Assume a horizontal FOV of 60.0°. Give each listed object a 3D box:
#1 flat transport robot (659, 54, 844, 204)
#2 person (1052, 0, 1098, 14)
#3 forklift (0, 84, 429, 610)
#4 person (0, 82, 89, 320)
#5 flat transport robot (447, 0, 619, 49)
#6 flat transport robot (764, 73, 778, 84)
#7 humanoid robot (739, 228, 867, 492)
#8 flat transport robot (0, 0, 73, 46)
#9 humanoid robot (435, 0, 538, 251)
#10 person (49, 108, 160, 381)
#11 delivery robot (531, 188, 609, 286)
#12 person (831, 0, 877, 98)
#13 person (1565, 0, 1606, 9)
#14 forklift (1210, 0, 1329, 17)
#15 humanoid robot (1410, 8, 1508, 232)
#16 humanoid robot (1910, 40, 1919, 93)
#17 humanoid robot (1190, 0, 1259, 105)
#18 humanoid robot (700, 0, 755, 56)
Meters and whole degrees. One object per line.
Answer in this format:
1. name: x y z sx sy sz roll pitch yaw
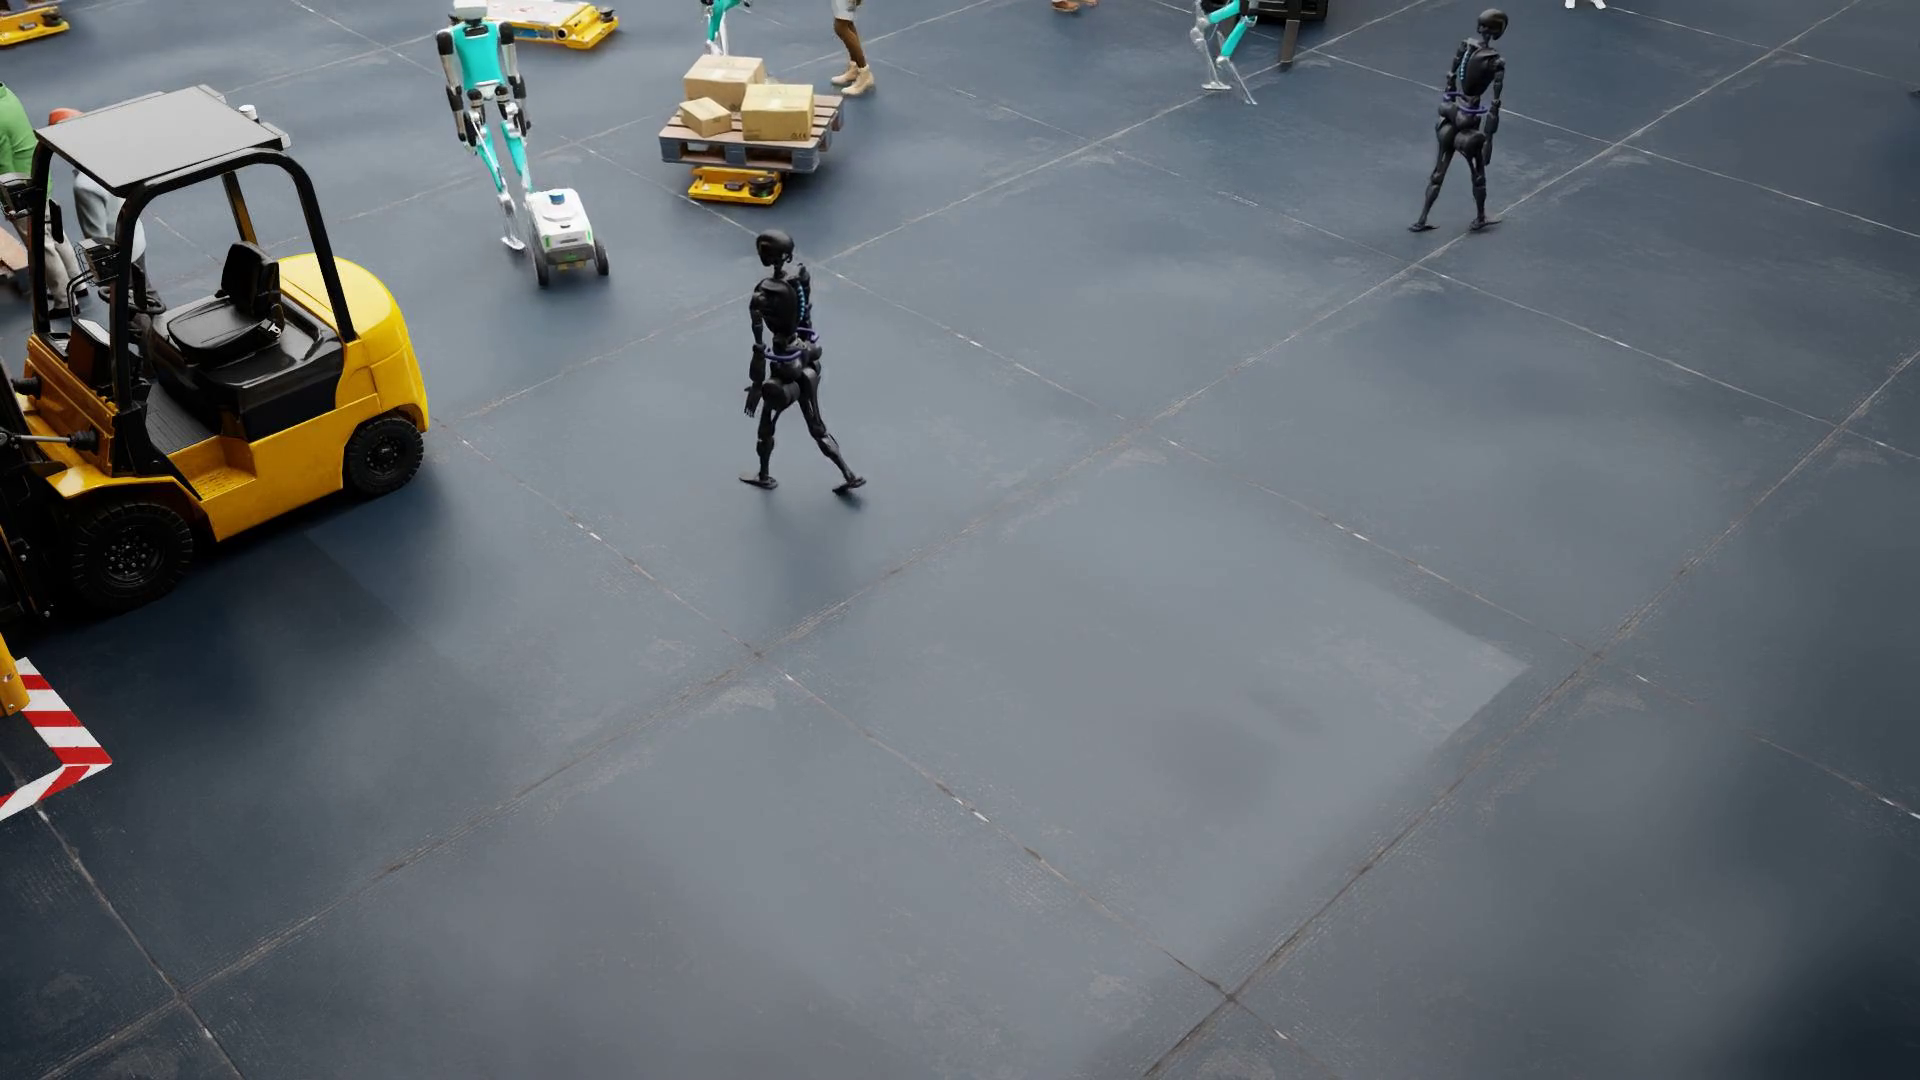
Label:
1. flat transport robot: -1.600 -3.025 13.045 0.659 0.231 1.431 6 37 8
2. person: 1.138 -5.922 15.555 0.658 1.908 0.493 -10 38 -13
3. forklift: -4.145 -1.093 8.856 2.313 2.155 1.214 -31 47 -34
4. person: -6.110 -2.295 10.814 0.388 1.776 0.545 -8 37 -10
5. flat transport robot: -3.970 -4.816 15.444 1.431 0.231 0.659 9 38 12
6. flat transport robot: -1.722 -3.494 13.674 0.659 0.231 1.431 -12 38 -15
7. humanoid robot: -0.915 -0.944 9.125 0.765 1.637 0.588 17 40 21
8. flat transport robot: -9.020 -4.972 15.653 1.431 0.231 0.659 30 46 34
9. humanoid robot: -3.180 -2.761 11.535 0.537 1.842 0.788 -17 40 -22
10. person: -5.188 -1.804 10.184 0.351 1.739 0.572 -4 37 -5
11. delivery robot: -2.778 -2.153 11.641 0.499 0.597 0.779 -12 38 -16
12. person: -1.007 -4.711 13.860 0.502 2.016 0.624 -19 41 -23
13. person: 6.070 -5.834 15.660 0.522 1.638 0.308 0 37 0
14. forklift: 3.106 -6.400 15.960 1.214 2.155 2.313 8 37 10
15. humanoid robot: 3.643 -2.984 11.835 0.691 1.635 0.601 -14 39 -18
16. humanoid robot: 8.367 -4.502 13.844 0.600 1.644 0.335 -10 38 -13
17. humanoid robot: 2.229 -4.462 13.770 0.810 1.799 0.542 1 37 1
18. humanoid robot: -2.041 -4.638 14.033 0.539 1.829 0.786 -22 42 -27
